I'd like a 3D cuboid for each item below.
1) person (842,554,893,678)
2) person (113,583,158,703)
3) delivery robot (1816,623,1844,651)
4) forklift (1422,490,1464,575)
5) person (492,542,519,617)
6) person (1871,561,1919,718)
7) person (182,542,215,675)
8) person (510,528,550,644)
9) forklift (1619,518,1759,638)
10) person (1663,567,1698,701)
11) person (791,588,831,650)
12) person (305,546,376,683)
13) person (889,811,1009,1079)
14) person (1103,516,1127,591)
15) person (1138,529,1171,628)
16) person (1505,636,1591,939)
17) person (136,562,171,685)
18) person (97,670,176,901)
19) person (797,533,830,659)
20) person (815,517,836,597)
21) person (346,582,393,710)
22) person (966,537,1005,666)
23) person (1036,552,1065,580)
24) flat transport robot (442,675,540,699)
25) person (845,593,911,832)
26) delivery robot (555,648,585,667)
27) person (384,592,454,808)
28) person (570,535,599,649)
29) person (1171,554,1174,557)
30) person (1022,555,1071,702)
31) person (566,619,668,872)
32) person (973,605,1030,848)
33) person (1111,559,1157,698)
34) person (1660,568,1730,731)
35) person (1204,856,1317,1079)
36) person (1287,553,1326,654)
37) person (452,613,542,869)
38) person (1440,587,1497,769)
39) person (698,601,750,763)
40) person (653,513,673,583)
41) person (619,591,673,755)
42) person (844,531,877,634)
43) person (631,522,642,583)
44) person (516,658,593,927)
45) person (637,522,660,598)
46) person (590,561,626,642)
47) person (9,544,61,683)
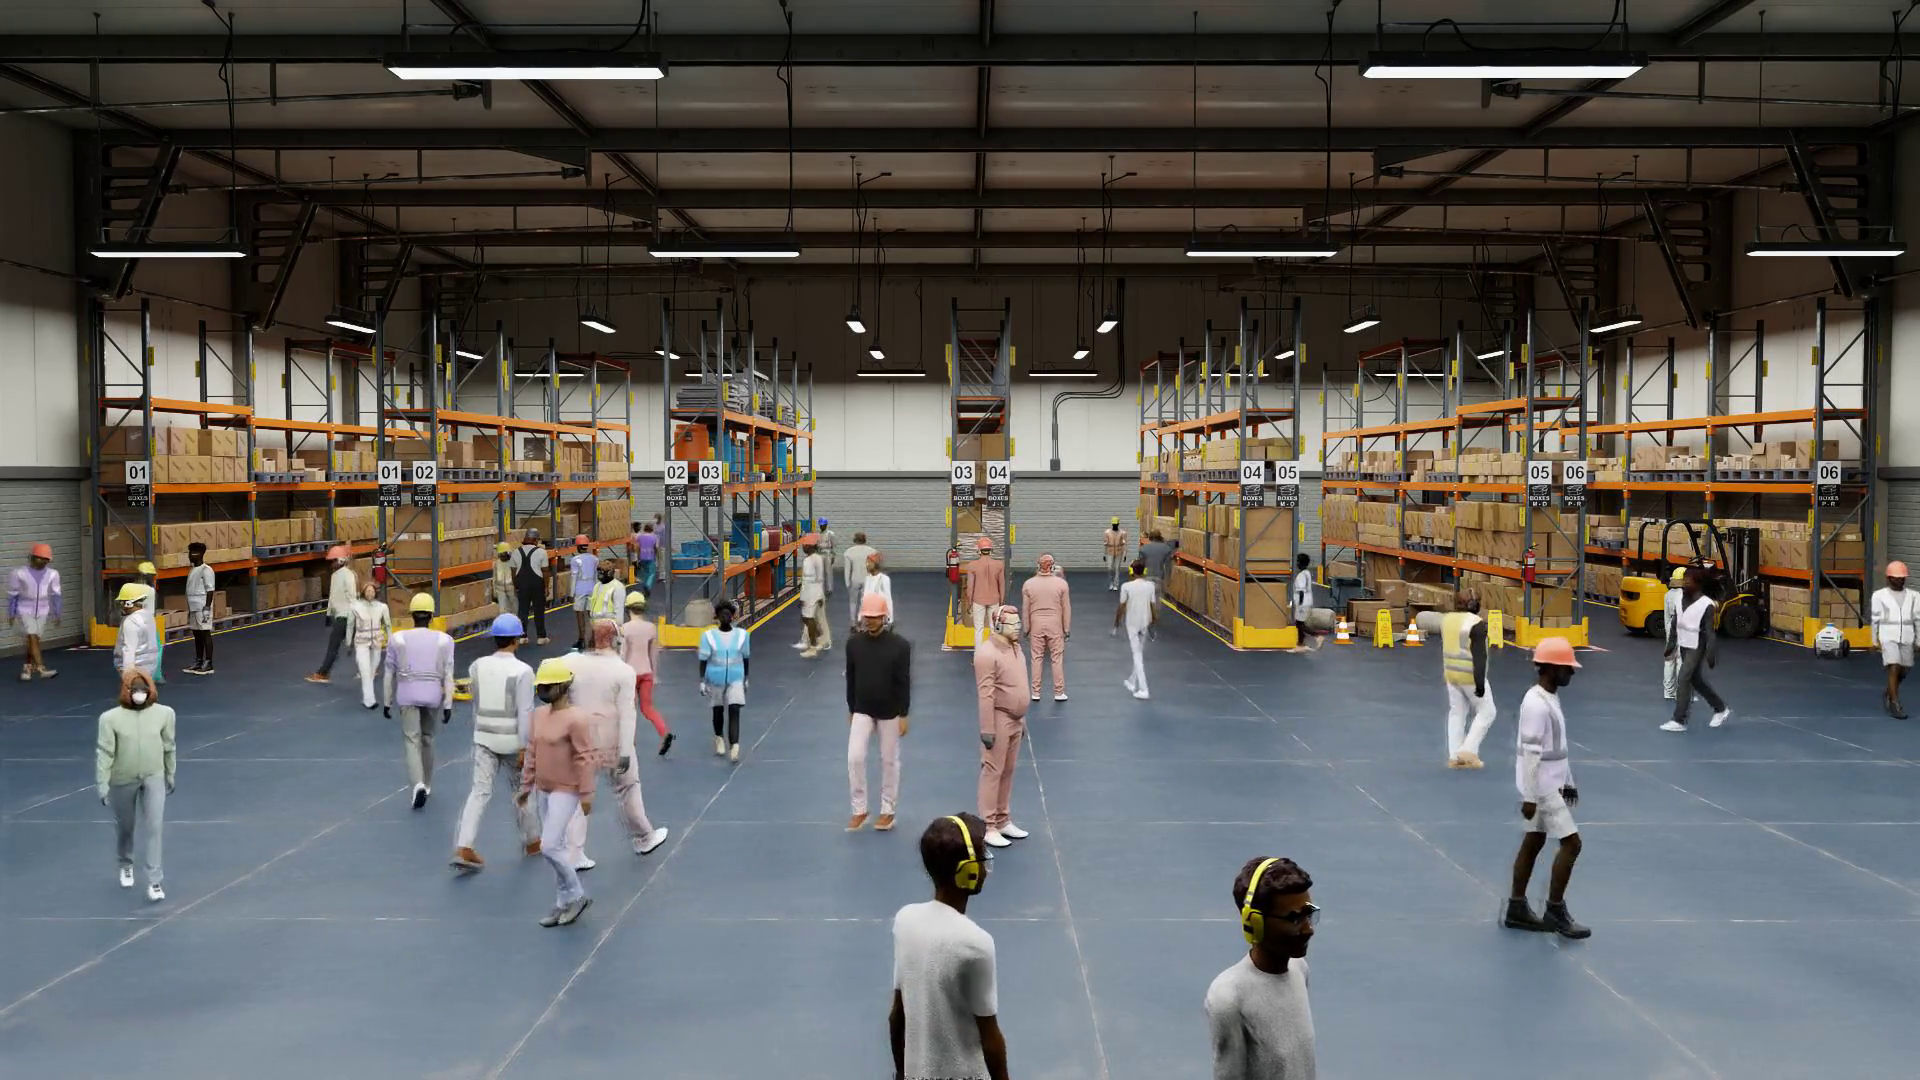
[{"bbox_3d":[-1.244,1.111,23.026,1.005,1.827,0.602,-1,3,-31],"label":"person"},{"bbox_3d":[-8.605,1.362,16.851,0.404,1.825,0.599,0,2,-10],"label":"person"},{"bbox_3d":[14.117,1.588,26.194,0.477,0.478,0.707,2,3,34],"label":"delivery robot"},{"bbox_3d":[13.926,-0.371,47.846,1.873,2.768,1.129,0,2,0],"label":"forklift"},{"bbox_3d":[-7.966,0.913,28.579,0.603,1.792,0.758,0,2,0],"label":"person"},{"bbox_3d":[11.492,1.200,19.850,0.551,1.912,0.823,0,2,11],"label":"person"},{"bbox_3d":[-11.309,1.005,24.004,0.603,1.966,0.368,2,3,40],"label":"person"},{"bbox_3d":[-7.502,0.818,28.330,0.684,2.000,0.535,0,2,9],"label":"person"},{"bbox_3d":[13.417,0.684,29.791,2.313,2.155,1.214,0,2,0],"label":"forklift"},{"bbox_3d":[9.456,1.227,21.195,0.294,1.744,0.487,-1,2,-17],"label":"person"},{"bbox_3d":[-2.521,1.054,27.234,0.759,1.602,0.537,0,2,8],"label":"person"},{"bbox_3d":[-8.862,1.053,23.176,1.048,1.942,0.651,-2,3,-41],"label":"person"},{"bbox_3d":[-0.014,1.809,5.260,0.473,1.871,0.545,-1,3,-33],"label":"person"},{"bbox_3d":[3.946,0.353,41.106,0.619,1.903,0.682,0,2,10],"label":"person"},{"bbox_3d":[3.794,0.741,31.681,0.635,1.890,0.973,0,2,-4],"label":"person"},{"bbox_3d":[3.818,1.576,10.352,0.683,1.914,0.560,1,2,21],"label":"person"},{"bbox_3d":[-11.304,1.181,22.464,0.525,1.740,0.673,1,2,23],"label":"person"},{"bbox_3d":[-5.808,1.695,11.389,0.516,1.587,0.864,-2,3,-35],"label":"person"},{"bbox_3d":[-2.430,0.896,26.027,0.420,2.027,0.611,0,2,8],"label":"person"},{"bbox_3d":[-3.307,0.410,39.254,0.616,1.942,0.408,1,3,29],"label":"person"},{"bbox_3d":[-7.384,1.332,20.267,0.543,1.589,0.845,-2,3,-39],"label":"person"},{"bbox_3d":[0.394,0.954,24.921,0.612,1.997,0.375,-1,2,-13],"label":"person"},{"bbox_3d":[1.616,1.017,28.230,0.557,1.589,0.843,0,2,8],"label":"person"},{"bbox_3d":[-6.151,1.954,21.664,1.431,0.197,0.652,-2,3,-38],"label":"flat transport robot"},{"bbox_3d":[-0.701,1.424,13.313,0.617,1.969,0.679,1,2,16],"label":"person"},{"bbox_3d":[-5.341,1.740,22.376,0.707,0.478,0.477,-2,3,-38],"label":"delivery robot"},{"bbox_3d":[-4.843,1.419,14.502,0.591,1.898,0.901,-1,3,-26],"label":"person"},{"bbox_3d":[-6.430,0.879,27.573,0.378,1.932,0.551,2,3,44],"label":"person"},{"bbox_3d":[5.966,0.239,44.532,0.493,1.863,0.612,1,2,22],"label":"person"},{"bbox_3d":[1.138,1.150,21.093,0.638,1.911,0.406,0,2,12],"label":"person"},{"bbox_3d":[-2.647,1.528,12.242,0.643,1.857,0.988,1,2,24],"label":"person"},{"bbox_3d":[0.364,1.474,12.957,0.401,1.907,0.646,1,3,26],"label":"person"},{"bbox_3d":[2.299,1.169,21.595,0.543,1.828,0.924,-1,2,-23],"label":"person"},{"bbox_3d":[8.575,1.258,18.780,0.930,1.885,0.592,0,2,-10],"label":"person"},{"bbox_3d":[0.886,1.824,4.588,0.318,1.870,0.531,2,3,36],"label":"person"},{"bbox_3d":[5.694,1.048,26.505,0.583,1.681,0.540,1,2,24],"label":"person"},{"bbox_3d":[-3.482,1.508,12.207,0.611,1.912,0.974,1,2,21],"label":"person"},{"bbox_3d":[5.079,1.388,16.162,0.452,1.826,0.644,-1,2,-20],"label":"person"},{"bbox_3d":[-2.446,1.448,16.761,0.543,1.654,0.882,-1,2,-13],"label":"person"},{"bbox_3d":[-8.176,0.228,44.287,0.739,1.928,0.388,2,3,39],"label":"person"},{"bbox_3d":[-3.347,1.404,16.887,0.742,1.735,0.538,2,3,39],"label":"person"},{"bbox_3d":[-1.858,0.796,29.975,0.635,1.903,0.863,0,2,-10],"label":"person"},{"bbox_3d":[-8.894,0.332,44.415,0.344,1.687,0.543,1,3,26],"label":"person"},{"bbox_3d":[-2.651,1.645,10.538,0.538,1.752,0.388,2,3,44],"label":"person"},{"bbox_3d":[-7.534,0.486,38.916,0.574,1.827,0.595,0,2,8],"label":"person"},{"bbox_3d":[-4.608,1.187,21.074,0.429,1.841,0.633,-2,3,-41],"label":"person"},{"bbox_3d":[-13.157,1.041,22.984,1.031,1.971,0.615,2,3,42],"label":"person"}]
